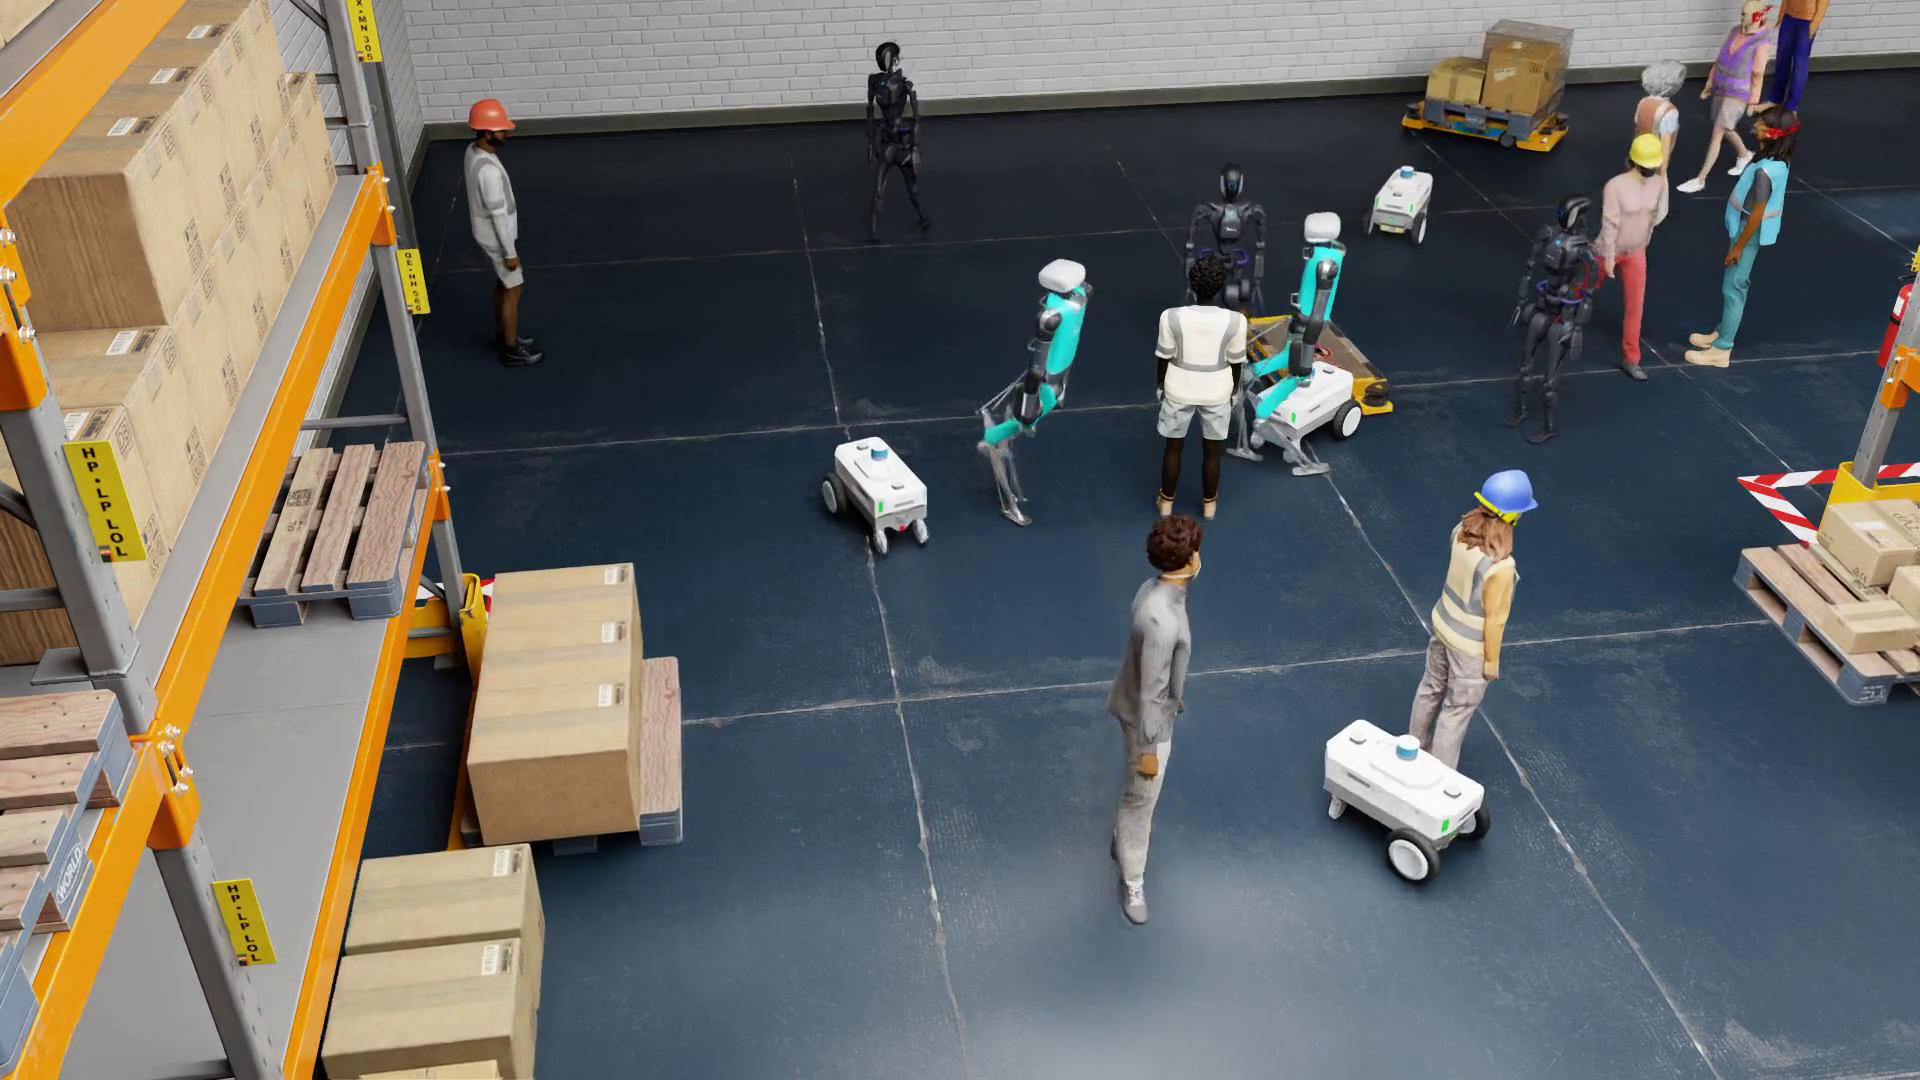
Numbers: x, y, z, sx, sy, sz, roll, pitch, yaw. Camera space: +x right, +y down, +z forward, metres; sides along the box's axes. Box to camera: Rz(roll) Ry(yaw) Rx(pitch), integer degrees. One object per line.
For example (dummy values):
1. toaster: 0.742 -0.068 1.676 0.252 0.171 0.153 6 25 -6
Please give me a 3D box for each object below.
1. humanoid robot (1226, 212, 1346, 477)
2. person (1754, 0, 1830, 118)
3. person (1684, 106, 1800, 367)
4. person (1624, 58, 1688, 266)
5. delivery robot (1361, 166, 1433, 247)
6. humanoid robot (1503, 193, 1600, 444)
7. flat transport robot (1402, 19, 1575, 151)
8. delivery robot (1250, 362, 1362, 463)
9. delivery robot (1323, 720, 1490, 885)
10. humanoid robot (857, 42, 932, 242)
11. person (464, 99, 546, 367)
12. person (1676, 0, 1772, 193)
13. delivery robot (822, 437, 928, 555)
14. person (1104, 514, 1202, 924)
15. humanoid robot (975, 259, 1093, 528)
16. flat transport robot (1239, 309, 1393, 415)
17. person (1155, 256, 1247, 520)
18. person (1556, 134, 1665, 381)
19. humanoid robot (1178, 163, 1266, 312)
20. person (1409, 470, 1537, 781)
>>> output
1. humanoid robot: 1.939 -1.187 10.349 0.882 1.784 0.561 4 33 7
2. person: 8.122 -5.070 16.069 0.401 1.973 0.520 -11 35 -16
3. person: 5.495 -2.110 11.626 0.392 1.866 0.520 16 37 23
4. person: 5.381 -2.917 13.035 0.419 1.659 0.495 -7 34 -10
5. delivery robot: 3.689 -2.805 13.906 0.499 0.614 0.798 15 36 22
6. humanoid robot: 3.842 -1.463 10.799 0.330 1.646 0.609 -17 37 -24
7. flat transport robot: 5.074 -4.045 16.052 1.431 0.231 0.659 19 38 27
8. delivery robot: 2.263 -0.894 10.949 0.774 0.581 0.499 -29 43 -36
9. delivery robot: 2.080 1.182 7.777 0.513 0.593 0.764 -27 42 -35
10. humanoid robot: -0.528 -3.223 13.549 0.605 1.629 0.786 24 40 32
11. person: -3.191 -2.127 11.604 0.386 1.923 0.546 -15 36 -21
12. person: 6.792 -3.903 14.554 0.825 1.655 0.483 -9 34 -13
13. delivery robot: -0.484 -0.319 10.065 0.499 0.579 0.766 -15 36 -22
14. person: 0.800 0.787 7.183 0.359 1.878 0.677 4 33 6
15. humanoid robot: 0.342 -0.846 9.834 0.799 1.804 0.546 16 36 23
16. flat transport robot: 2.468 -1.269 11.797 0.659 0.231 1.431 -7 34 -11
17. person: 1.411 -0.879 9.895 0.533 1.693 0.320 4 33 6
18. person: 4.627 -2.056 11.683 0.509 1.707 0.914 -7 34 -11
19. humanoid robot: 1.780 -1.770 11.309 0.584 1.664 0.591 -2 33 -2
20. person: 2.399 0.446 7.797 0.343 1.767 0.455 -8 34 -12
